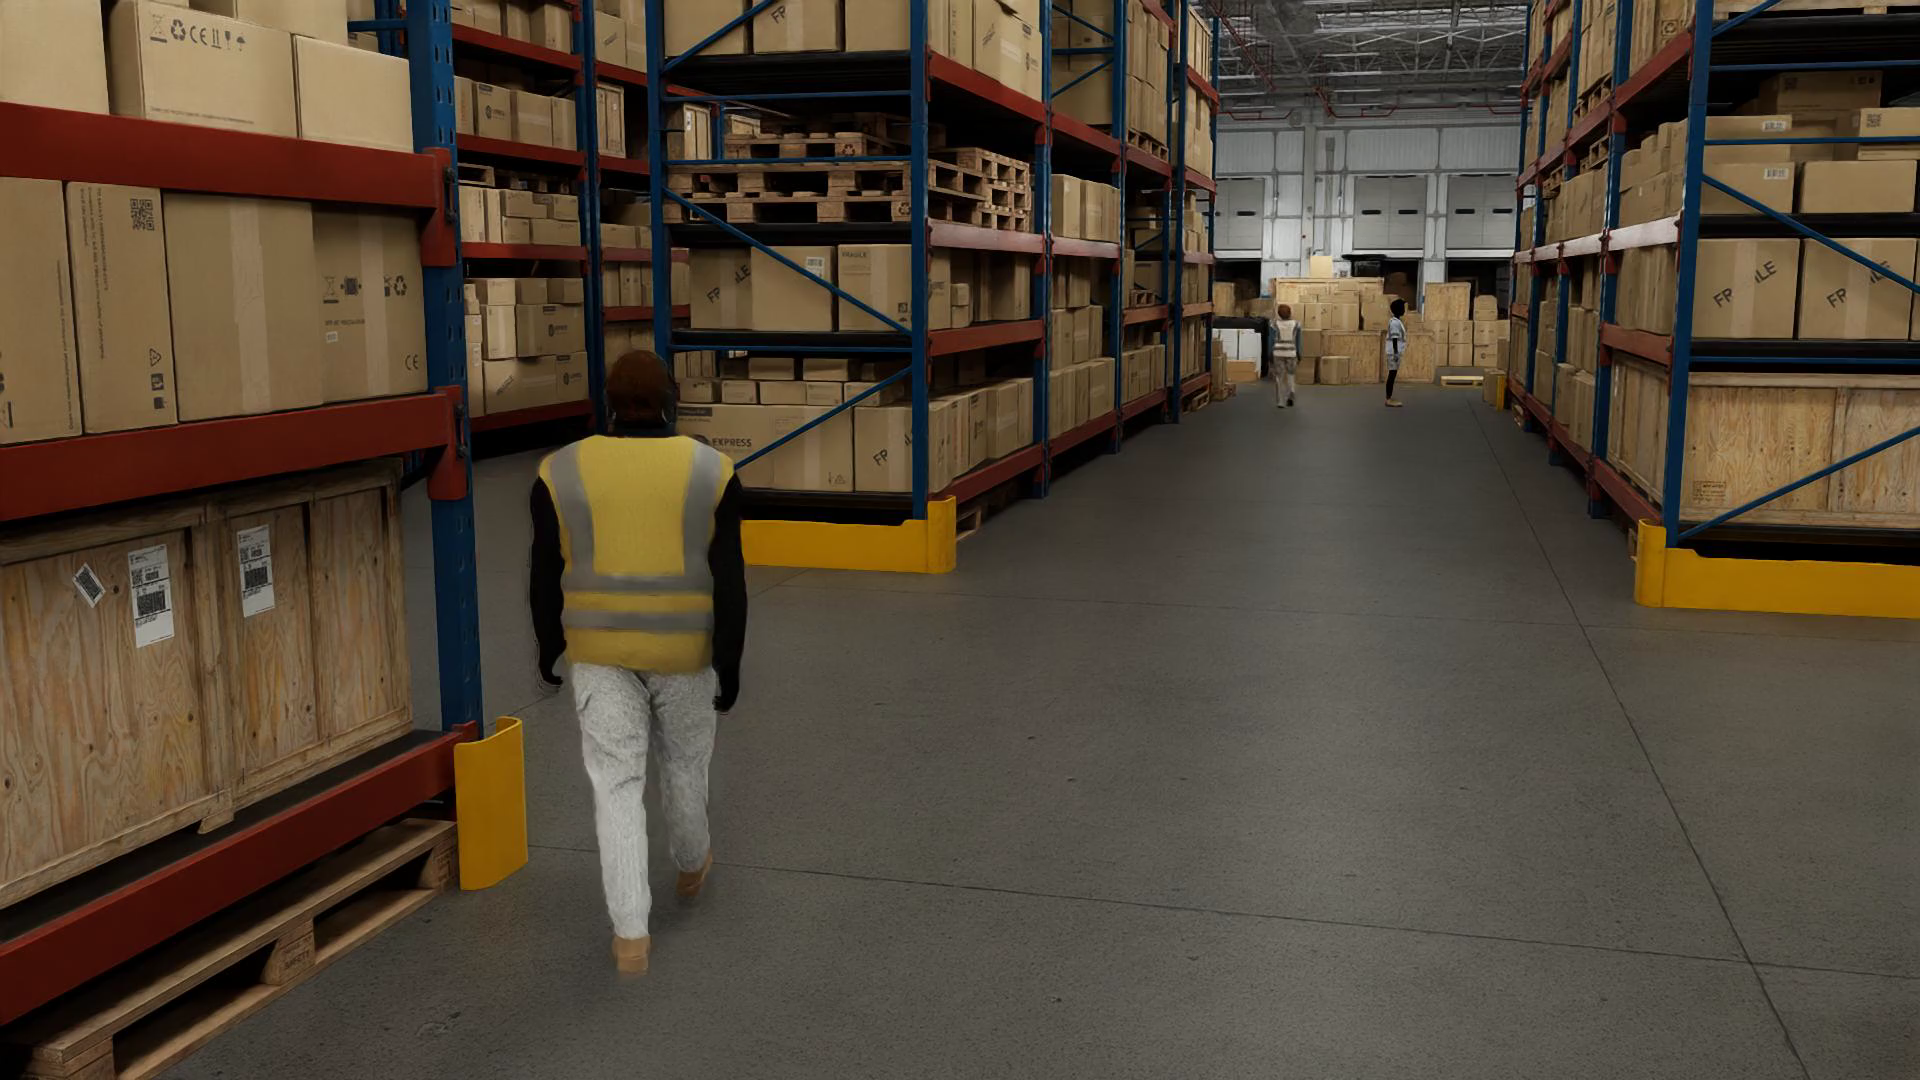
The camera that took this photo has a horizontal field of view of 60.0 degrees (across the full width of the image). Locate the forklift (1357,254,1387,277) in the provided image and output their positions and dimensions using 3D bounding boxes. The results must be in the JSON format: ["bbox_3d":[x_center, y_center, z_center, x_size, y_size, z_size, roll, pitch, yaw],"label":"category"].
[{"bbox_3d":[13.702,-8.146,55.528,1.129,2.768,1.873,8,12,43],"label":"forklift"}]

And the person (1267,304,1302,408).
[{"bbox_3d":[5.072,-2.880,26.040,0.538,1.620,0.390,0,9,1],"label":"person"}]

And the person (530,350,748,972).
[{"bbox_3d":[-0.982,0.322,5.119,0.646,1.796,0.920,-1,9,-9],"label":"person"}]

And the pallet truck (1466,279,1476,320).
[{"bbox_3d":[18.896,-8.459,60.307,1.885,1.965,0.823,5,10,31],"label":"pallet truck"}]

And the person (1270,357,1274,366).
[{"bbox_3d":[7.105,-4.669,36.460,0.406,1.923,0.582,0,9,2],"label":"person"}]

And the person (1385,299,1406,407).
[{"bbox_3d":[6.867,-2.943,26.214,0.316,1.696,0.542,2,9,15],"label":"person"}]
